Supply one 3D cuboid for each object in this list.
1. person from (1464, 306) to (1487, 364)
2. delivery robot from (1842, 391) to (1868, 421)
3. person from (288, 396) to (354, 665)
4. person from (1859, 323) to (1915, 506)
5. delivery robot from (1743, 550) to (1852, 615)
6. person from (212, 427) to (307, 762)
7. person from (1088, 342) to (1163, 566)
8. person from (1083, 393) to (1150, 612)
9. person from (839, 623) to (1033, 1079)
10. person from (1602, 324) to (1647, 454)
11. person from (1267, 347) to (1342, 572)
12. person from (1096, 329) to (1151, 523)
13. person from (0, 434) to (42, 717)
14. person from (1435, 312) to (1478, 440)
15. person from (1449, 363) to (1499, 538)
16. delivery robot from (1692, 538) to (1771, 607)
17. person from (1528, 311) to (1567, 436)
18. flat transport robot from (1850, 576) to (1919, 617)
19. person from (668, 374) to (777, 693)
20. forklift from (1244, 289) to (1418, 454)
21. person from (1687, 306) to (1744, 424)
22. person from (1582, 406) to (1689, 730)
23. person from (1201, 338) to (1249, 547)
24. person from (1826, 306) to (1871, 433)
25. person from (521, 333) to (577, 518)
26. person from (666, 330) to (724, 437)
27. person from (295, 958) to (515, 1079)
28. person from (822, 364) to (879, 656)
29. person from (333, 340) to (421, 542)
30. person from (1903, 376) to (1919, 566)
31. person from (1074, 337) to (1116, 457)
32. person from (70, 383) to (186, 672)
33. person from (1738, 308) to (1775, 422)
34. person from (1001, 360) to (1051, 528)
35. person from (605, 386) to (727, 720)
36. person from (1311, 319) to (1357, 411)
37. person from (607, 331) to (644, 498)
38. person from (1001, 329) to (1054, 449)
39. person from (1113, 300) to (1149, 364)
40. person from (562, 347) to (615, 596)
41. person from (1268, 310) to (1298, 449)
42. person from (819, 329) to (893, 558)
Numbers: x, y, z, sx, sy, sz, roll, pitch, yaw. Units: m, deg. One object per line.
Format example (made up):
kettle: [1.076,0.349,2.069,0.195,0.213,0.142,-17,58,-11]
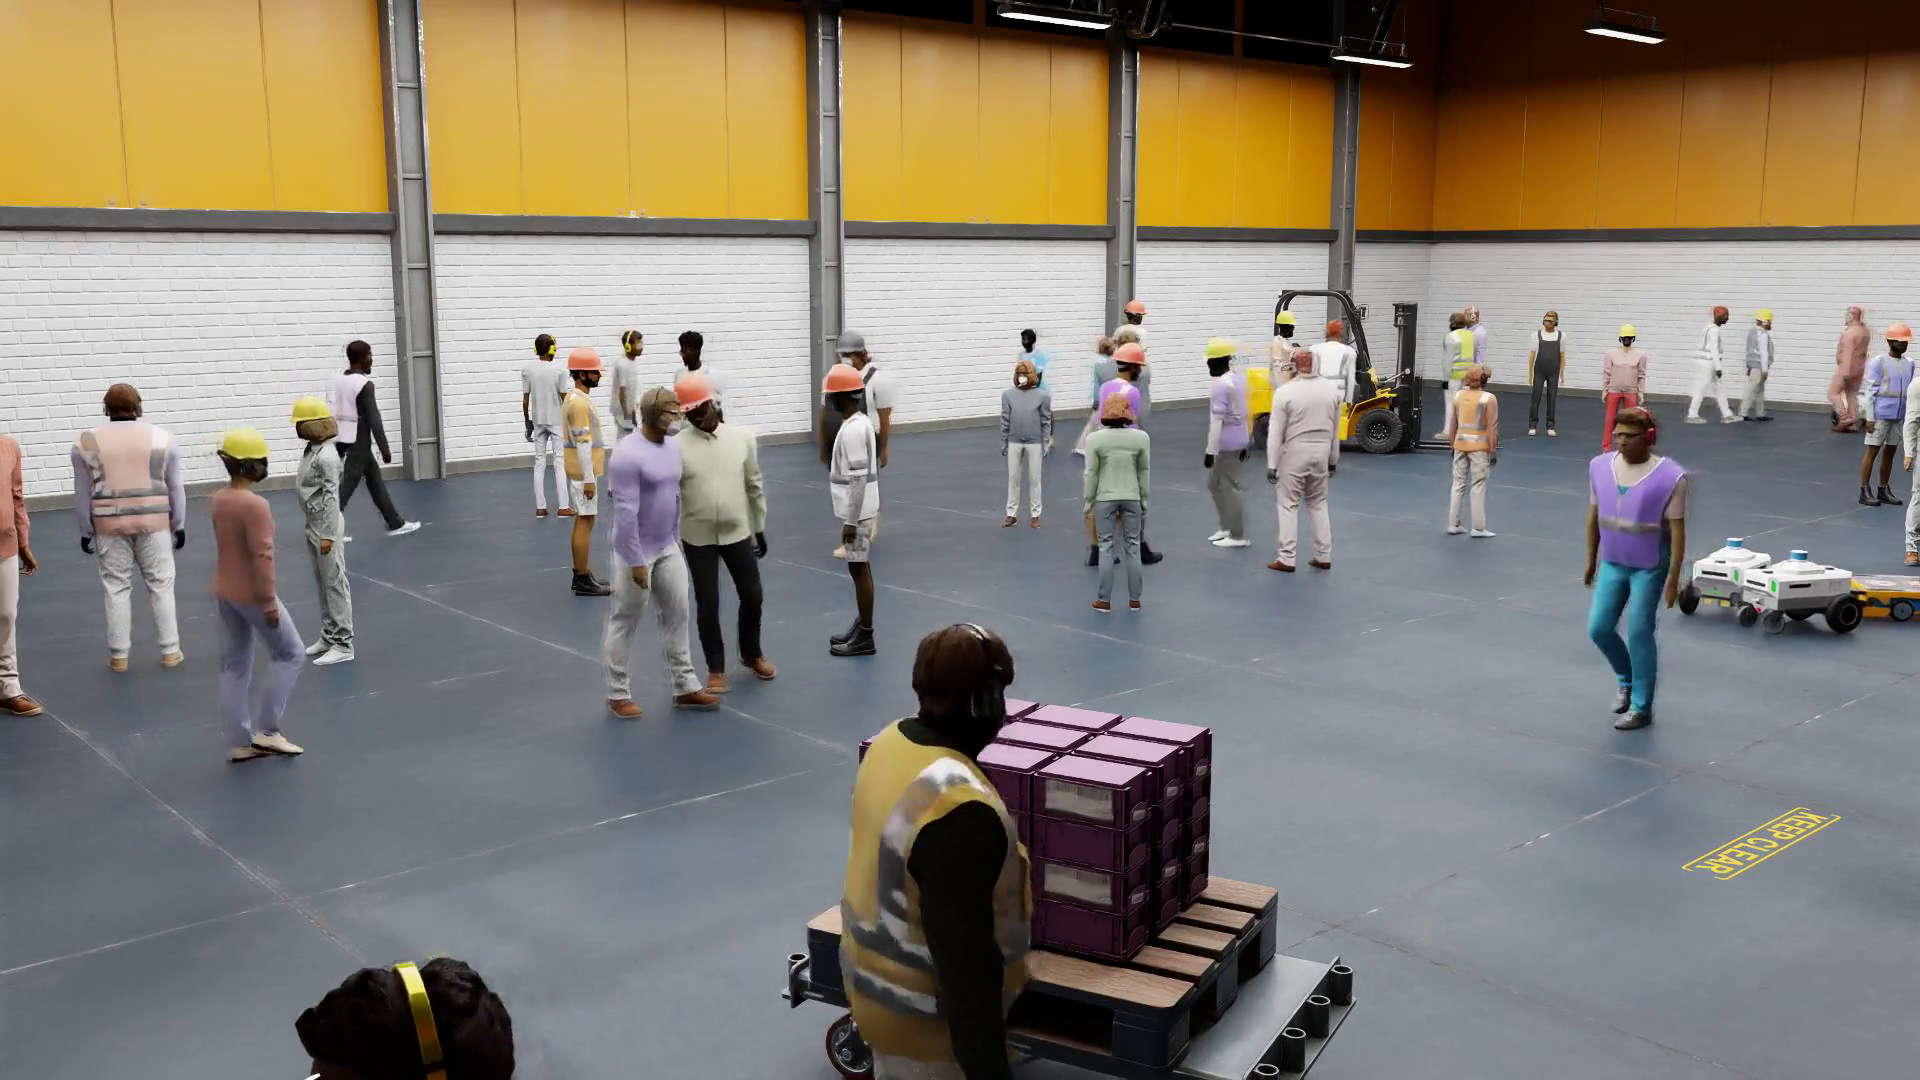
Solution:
person: [7.422,-2.448,24.261,0.407,1.906,0.655,0,10,1]
delivery robot: [13.842,-2.046,25.587,0.477,0.478,0.707,0,10,1]
person: [-4.158,-0.066,10.804,0.299,1.743,0.486,-7,12,-35]
person: [9.836,-1.323,17.584,0.547,1.938,0.377,-2,10,-14]
delivery robot: [5.915,0.317,11.754,0.707,0.478,0.477,-3,10,-15]
person: [-3.652,0.287,8.672,0.546,1.751,0.449,8,12,39]
person: [1.438,-0.726,14.190,0.789,1.905,0.550,-6,11,-30]
person: [1.160,-0.276,12.348,0.500,1.632,0.286,-1,10,-7]
person: [-0.054,1.096,3.819,0.432,1.813,0.865,-3,10,-17]
person: [8.534,-1.891,21.409,0.523,1.769,0.317,3,10,17]
person: [2.872,-0.674,13.962,0.678,1.887,0.396,-4,10,-20]
person: [1.629,-1.120,16.451,0.627,1.917,0.448,6,12,33]
person: [-5.491,0.058,9.341,0.398,1.989,0.621,5,11,25]
person: [7.140,-2.349,23.893,0.634,1.840,0.428,-6,12,-33]
person: [4.825,-0.840,15.634,0.310,1.638,0.522,-7,12,-34]
delivery robot: [5.693,0.229,12.261,0.477,0.478,0.707,9,13,43]
person: [8.599,-2.431,24.356,0.506,1.842,0.348,2,10,11]
flat transport robot: [7.170,0.419,12.262,1.431,0.197,0.652,2,10,9]
person: [-1.480,-0.037,10.035,0.698,1.947,0.531,-4,10,-22]
forklift: [5.034,-2.339,22.783,2.313,2.155,1.214,3,10,16]
person: [11.897,-2.723,26.039,0.913,1.846,0.612,5,11,28]
person: [3.743,0.155,9.278,0.459,1.817,0.632,-7,12,-34]
person: [2.379,-0.876,15.068,0.562,1.898,0.612,4,11,23]
person: [13.249,-2.529,24.793,0.646,1.888,0.431,-6,11,-31]
person: [-4.153,-1.148,16.782,0.521,1.865,0.328,1,10,7]
person: [-2.513,-0.993,15.641,0.513,1.947,0.601,-9,14,-44]
person: [-0.540,1.375,2.074,0.725,1.851,0.516,-6,12,-33]
person: [-0.723,-0.196,10.997,0.375,1.934,0.547,0,10,0]
person: [-5.542,-0.914,15.421,1.023,1.865,0.613,-9,13,-41]
person: [8.346,-0.731,14.119,0.630,1.940,0.372,2,10,14]
person: [1.870,-1.838,21.624,0.864,1.593,0.516,4,10,20]
person: [-5.271,-0.081,10.597,0.633,1.842,0.429,-5,11,-27]
person: [12.733,-2.777,26.497,0.510,1.834,0.608,2,10,10]
person: [0.638,-0.929,16.166,0.501,1.633,0.282,3,10,15]
person: [-1.746,0.084,9.480,0.659,1.911,0.642,4,11,25]
person: [4.512,-1.751,20.301,0.612,1.863,0.414,3,10,17]
person: [-3.578,-1.340,17.997,0.579,1.838,0.497,-1,10,-5]
person: [0.945,-2.027,22.550,0.548,1.646,0.897,9,13,43]
person: [2.365,-2.252,22.719,0.393,2.041,0.614,-7,12,-37]
person: [-2.903,-0.534,12.969,0.356,1.937,0.552,-3,10,-17]
person: [4.238,-2.042,21.824,0.370,1.925,0.594,4,10,22]
person: [-0.925,-0.904,14.832,0.687,2.000,0.894,5,11,28]
